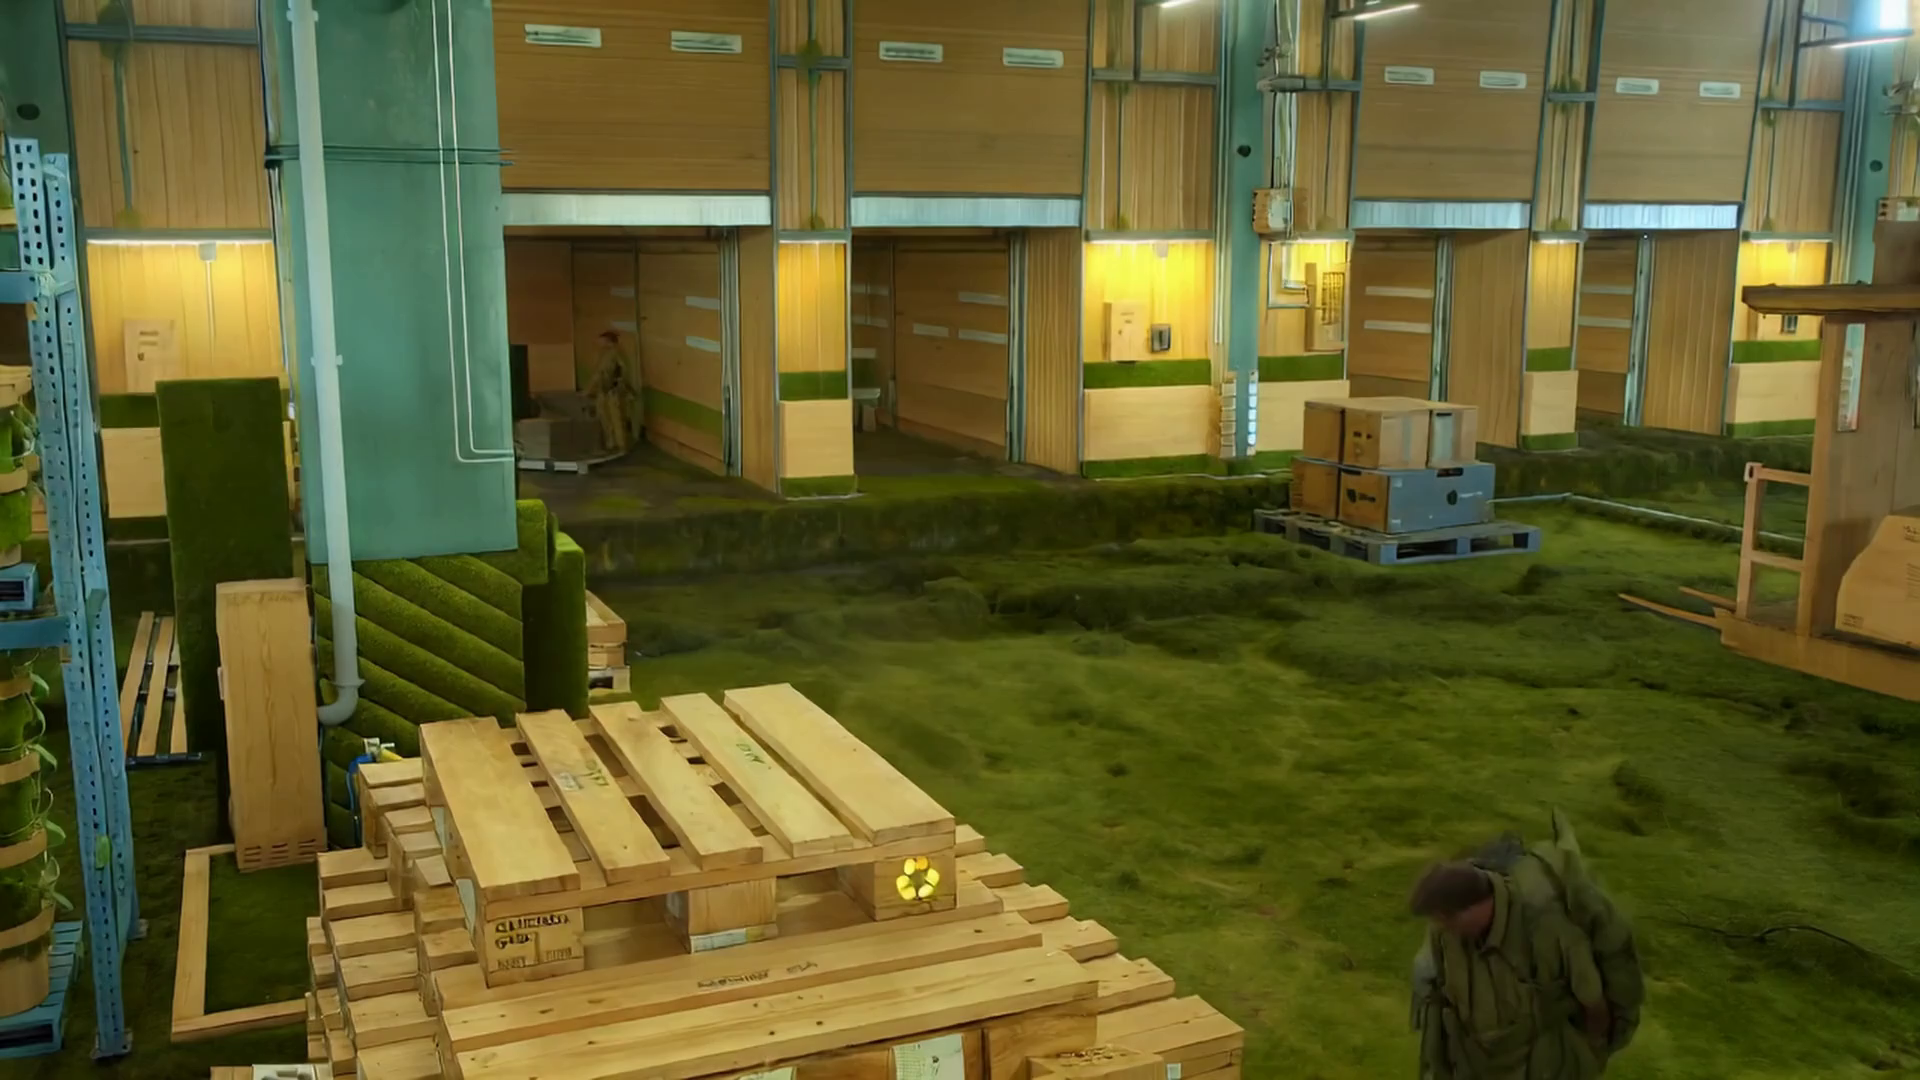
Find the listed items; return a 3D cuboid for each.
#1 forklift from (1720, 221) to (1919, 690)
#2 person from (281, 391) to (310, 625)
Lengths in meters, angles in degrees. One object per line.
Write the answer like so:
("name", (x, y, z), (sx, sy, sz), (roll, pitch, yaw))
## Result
("forklift", (5.949, -0.550, 10.218), (1.129, 2.768, 1.873), (-4, 11, -23))
("person", (-4.751, -0.241, 11.302), (1.032, 1.865, 0.606), (-10, 14, -44))
